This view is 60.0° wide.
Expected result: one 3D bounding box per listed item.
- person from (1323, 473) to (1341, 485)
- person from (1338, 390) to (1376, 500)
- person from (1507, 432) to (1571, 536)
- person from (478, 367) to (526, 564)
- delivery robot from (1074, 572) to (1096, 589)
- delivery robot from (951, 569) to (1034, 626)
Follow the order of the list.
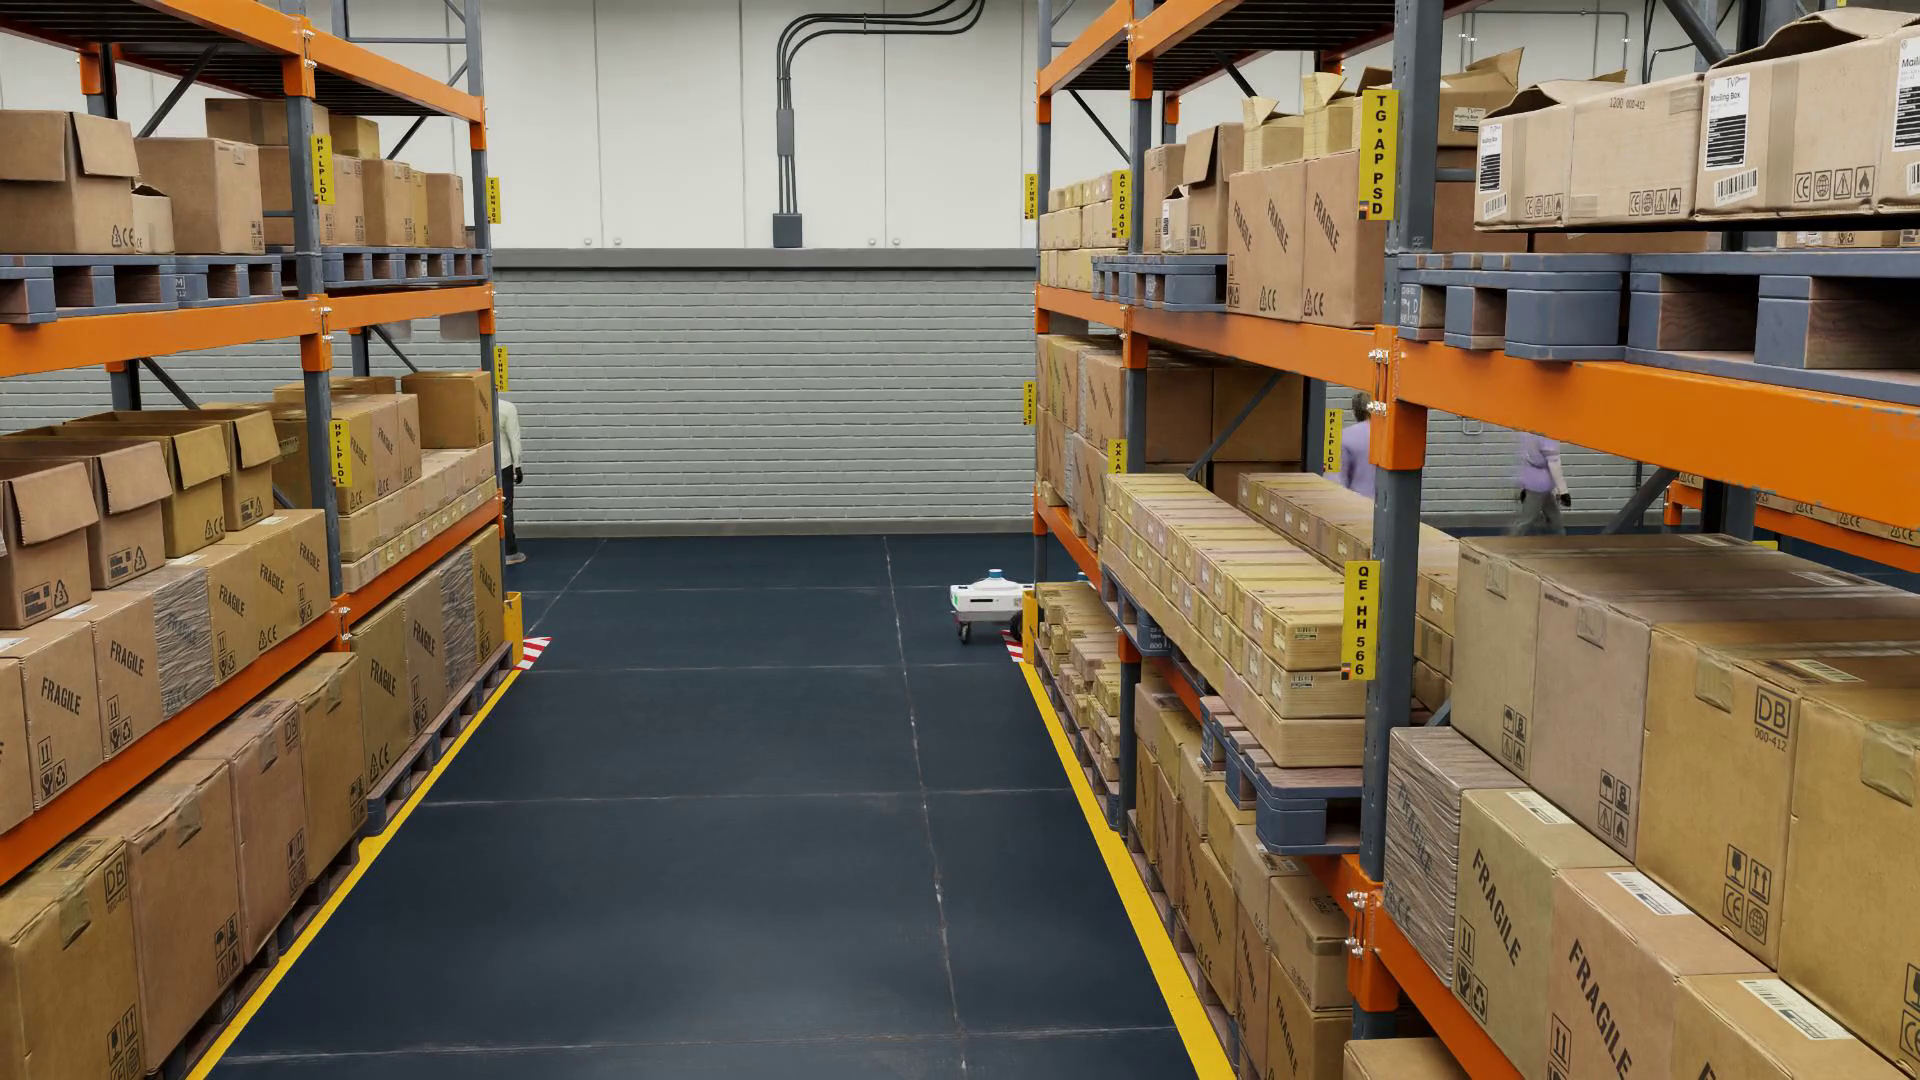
[{"bbox_3d":[2.487,0.027,12.440,0.488,1.824,0.647,-9,13,-43],"label":"person"},{"bbox_3d":[3.509,-0.321,14.212,0.661,1.916,0.535,-2,10,-10],"label":"person"},{"bbox_3d":[5.470,-0.521,15.511,1.005,1.873,0.596,2,10,11],"label":"person"},{"bbox_3d":[-4.620,-0.748,16.472,0.622,1.997,0.371,2,10,9],"label":"person"},{"bbox_3d":[0.976,0.496,13.118,0.707,0.478,0.477,-5,11,-29],"label":"delivery robot"},{"bbox_3d":[0.278,0.477,13.230,0.707,0.478,0.477,-1,10,-4],"label":"delivery robot"}]
